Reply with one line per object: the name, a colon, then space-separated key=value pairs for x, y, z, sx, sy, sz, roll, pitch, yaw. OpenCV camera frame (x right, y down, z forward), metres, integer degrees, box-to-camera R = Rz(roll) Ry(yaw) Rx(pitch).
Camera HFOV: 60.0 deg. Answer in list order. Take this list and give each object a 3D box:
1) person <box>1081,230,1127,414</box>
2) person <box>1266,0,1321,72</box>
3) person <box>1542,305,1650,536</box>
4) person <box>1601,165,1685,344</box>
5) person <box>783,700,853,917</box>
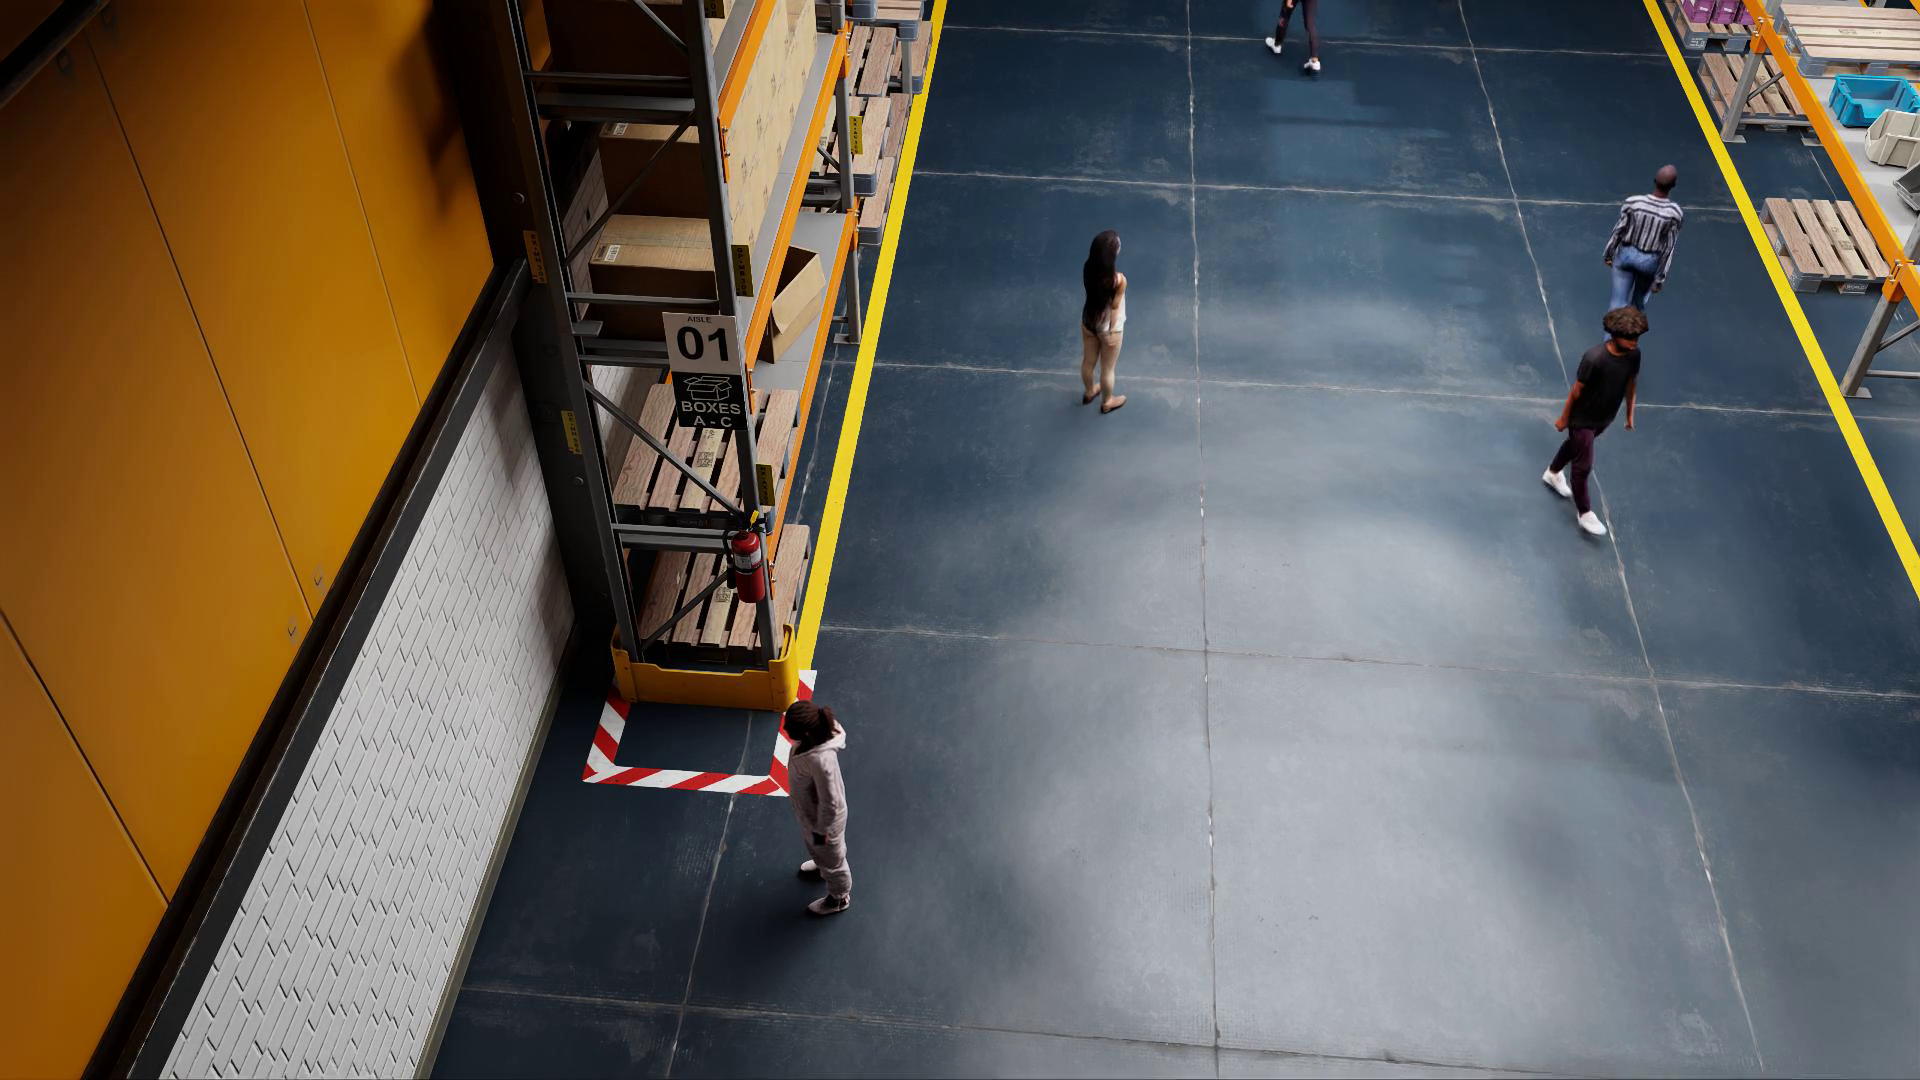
person: x=1.086 y=-1.647 z=12.735 sx=0.672 sy=1.654 sz=0.737 roll=21 pitch=47 yaw=20
person: x=3.526 y=-5.530 z=16.842 sx=0.915 sy=1.610 sz=1.162 roll=-16 pitch=46 yaw=-16
person: x=4.507 y=-0.977 z=11.963 sx=0.966 sy=1.747 sz=1.135 roll=-18 pitch=46 yaw=-18
person: x=5.314 y=-2.087 z=13.118 sx=0.929 sy=1.761 sz=1.177 roll=19 pitch=47 yaw=19
person: x=-0.774 y=1.487 z=9.418 sx=0.762 sy=1.692 sz=0.610 roll=-8 pitch=44 yaw=-8
